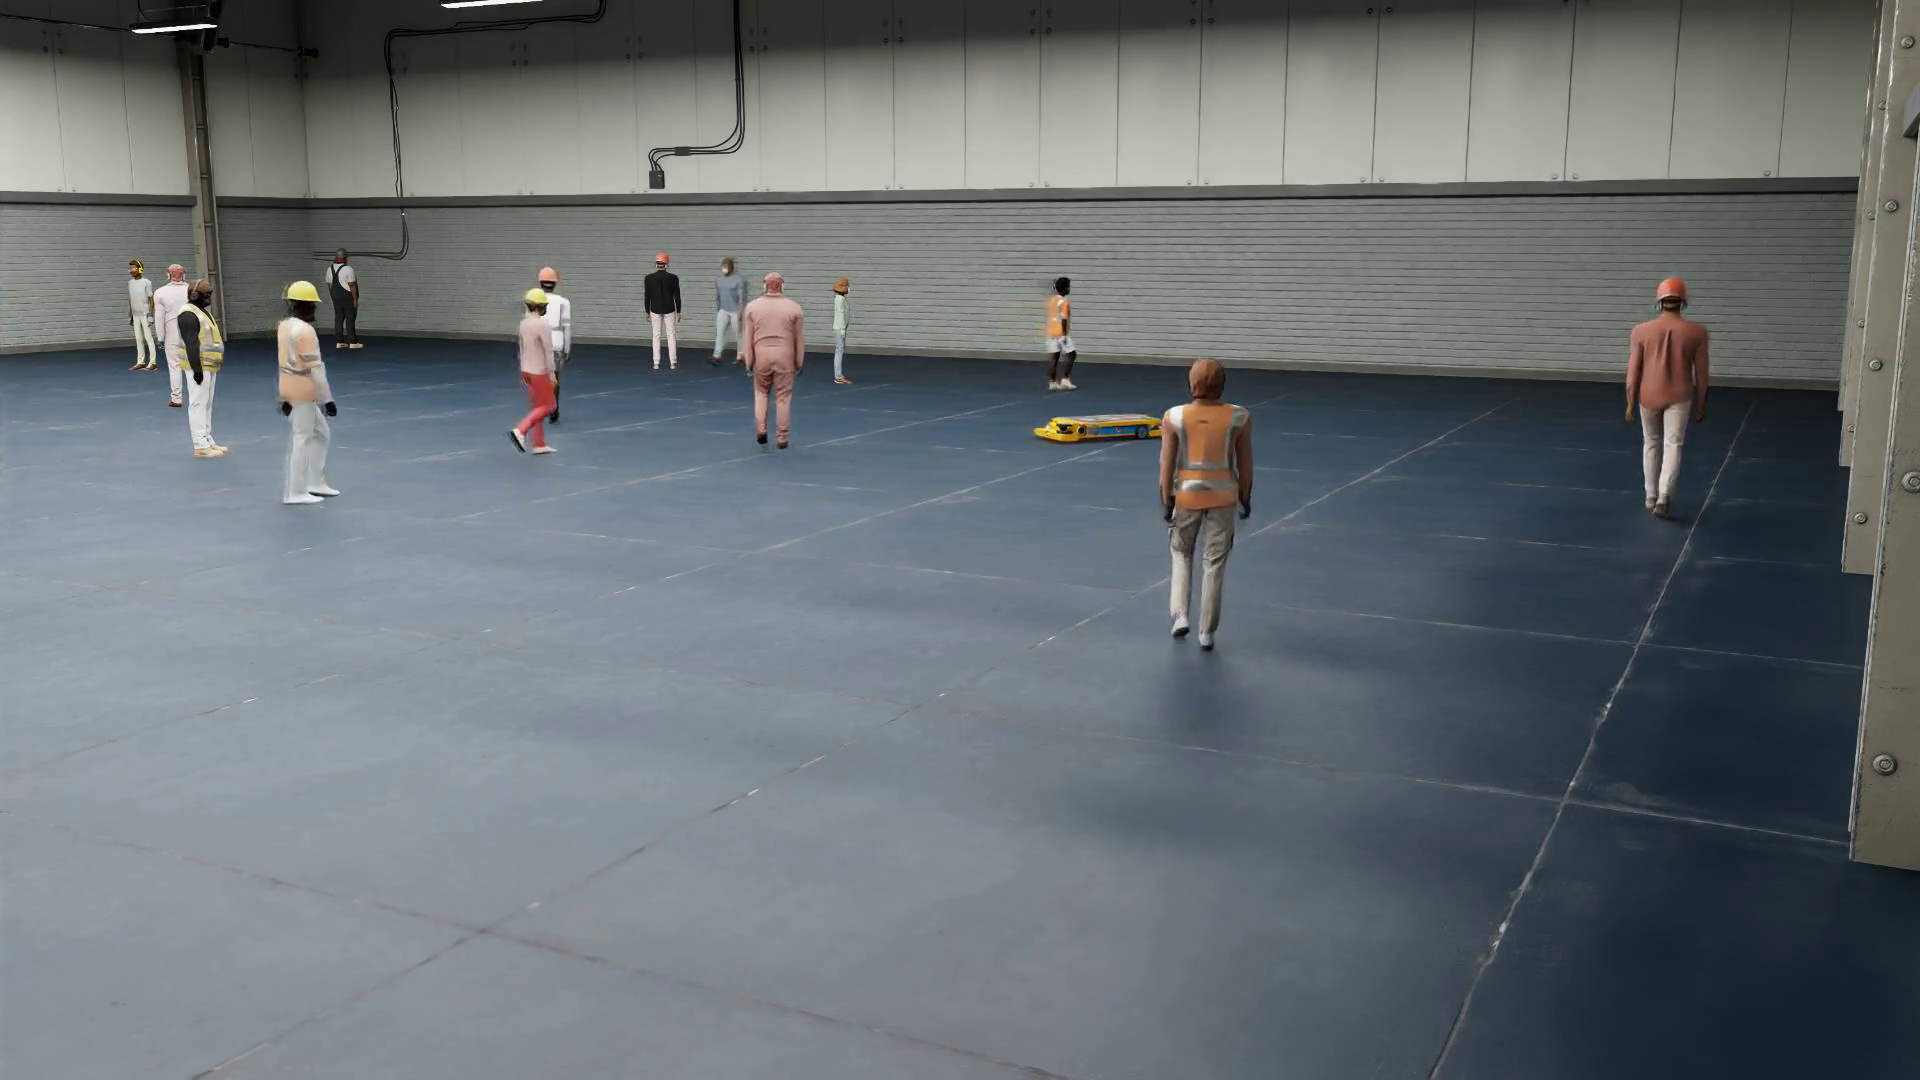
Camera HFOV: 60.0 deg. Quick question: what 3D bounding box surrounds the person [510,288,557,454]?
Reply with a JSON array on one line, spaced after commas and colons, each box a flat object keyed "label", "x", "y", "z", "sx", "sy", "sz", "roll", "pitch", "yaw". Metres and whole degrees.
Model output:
[{"label": "person", "x": -4.459, "y": -1.738, "z": 17.311, "sx": 0.533, "sy": 1.747, "sz": 0.539, "roll": -10, "pitch": 14, "yaw": -44}]

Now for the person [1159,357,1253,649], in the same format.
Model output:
[{"label": "person", "x": 1.377, "y": -0.205, "z": 9.305, "sx": 0.520, "sy": 1.624, "sz": 0.432, "roll": 2, "pitch": 11, "yaw": 8}]

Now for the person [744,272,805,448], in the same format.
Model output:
[{"label": "person", "x": -2.007, "y": -1.946, "z": 18.064, "sx": 0.648, "sy": 1.892, "sz": 0.555, "roll": 0, "pitch": 10, "yaw": -1}]

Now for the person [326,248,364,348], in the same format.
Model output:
[{"label": "person", "x": -12.548, "y": -4.943, "z": 33.996, "sx": 0.688, "sy": 2.000, "sz": 0.538, "roll": 4, "pitch": 11, "yaw": 22}]

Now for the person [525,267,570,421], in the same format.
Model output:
[{"label": "person", "x": -5.079, "y": -2.417, "z": 20.590, "sx": 0.550, "sy": 1.914, "sz": 0.829, "roll": -5, "pitch": 12, "yaw": -25}]

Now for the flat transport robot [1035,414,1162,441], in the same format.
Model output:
[{"label": "flat transport robot", "x": 1.633, "y": -1.286, "z": 18.885, "sx": 1.431, "sy": 0.197, "sz": 0.652, "roll": -5, "pitch": 11, "yaw": -24}]

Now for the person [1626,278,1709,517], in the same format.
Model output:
[{"label": "person", "x": 5.831, "y": -1.178, "z": 13.717, "sx": 0.626, "sy": 1.957, "sz": 0.970, "roll": 5, "pitch": 12, "yaw": 26}]

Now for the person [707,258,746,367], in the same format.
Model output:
[{"label": "person", "x": -4.069, "y": -3.966, "z": 29.104, "sx": 0.650, "sy": 1.879, "sz": 1.017, "roll": 4, "pitch": 11, "yaw": 22}]

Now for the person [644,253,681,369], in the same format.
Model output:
[{"label": "person", "x": -5.119, "y": -3.947, "z": 28.690, "sx": 0.622, "sy": 1.992, "sz": 0.393, "roll": -1, "pitch": 10, "yaw": -3}]

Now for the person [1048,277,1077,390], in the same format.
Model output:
[{"label": "person", "x": 1.546, "y": -3.047, "z": 24.649, "sx": 0.499, "sy": 1.681, "sz": 0.537, "roll": -4, "pitch": 11, "yaw": -21}]

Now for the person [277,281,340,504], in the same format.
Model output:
[{"label": "person", "x": -5.556, "y": -1.260, "z": 14.299, "sx": 0.652, "sy": 1.905, "sz": 0.592, "roll": -8, "pitch": 13, "yaw": -37}]

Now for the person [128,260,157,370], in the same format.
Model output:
[{"label": "person", "x": -13.992, "y": -3.830, "z": 28.394, "sx": 0.521, "sy": 1.871, "sz": 0.325, "roll": 3, "pitch": 11, "yaw": 18}]

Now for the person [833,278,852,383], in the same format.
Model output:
[{"label": "person", "x": -1.840, "y": -3.265, "z": 25.948, "sx": 0.278, "sy": 1.636, "sz": 0.499, "roll": -1, "pitch": 10, "yaw": -6}]

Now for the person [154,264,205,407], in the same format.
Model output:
[{"label": "person", "x": -10.467, "y": -2.740, "z": 22.351, "sx": 0.652, "sy": 1.906, "sz": 0.409, "roll": -8, "pitch": 13, "yaw": -38}]

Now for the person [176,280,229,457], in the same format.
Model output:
[{"label": "person", "x": -7.889, "y": -1.784, "z": 17.336, "sx": 0.430, "sy": 1.837, "sz": 0.619, "roll": -2, "pitch": 11, "yaw": -11}]
